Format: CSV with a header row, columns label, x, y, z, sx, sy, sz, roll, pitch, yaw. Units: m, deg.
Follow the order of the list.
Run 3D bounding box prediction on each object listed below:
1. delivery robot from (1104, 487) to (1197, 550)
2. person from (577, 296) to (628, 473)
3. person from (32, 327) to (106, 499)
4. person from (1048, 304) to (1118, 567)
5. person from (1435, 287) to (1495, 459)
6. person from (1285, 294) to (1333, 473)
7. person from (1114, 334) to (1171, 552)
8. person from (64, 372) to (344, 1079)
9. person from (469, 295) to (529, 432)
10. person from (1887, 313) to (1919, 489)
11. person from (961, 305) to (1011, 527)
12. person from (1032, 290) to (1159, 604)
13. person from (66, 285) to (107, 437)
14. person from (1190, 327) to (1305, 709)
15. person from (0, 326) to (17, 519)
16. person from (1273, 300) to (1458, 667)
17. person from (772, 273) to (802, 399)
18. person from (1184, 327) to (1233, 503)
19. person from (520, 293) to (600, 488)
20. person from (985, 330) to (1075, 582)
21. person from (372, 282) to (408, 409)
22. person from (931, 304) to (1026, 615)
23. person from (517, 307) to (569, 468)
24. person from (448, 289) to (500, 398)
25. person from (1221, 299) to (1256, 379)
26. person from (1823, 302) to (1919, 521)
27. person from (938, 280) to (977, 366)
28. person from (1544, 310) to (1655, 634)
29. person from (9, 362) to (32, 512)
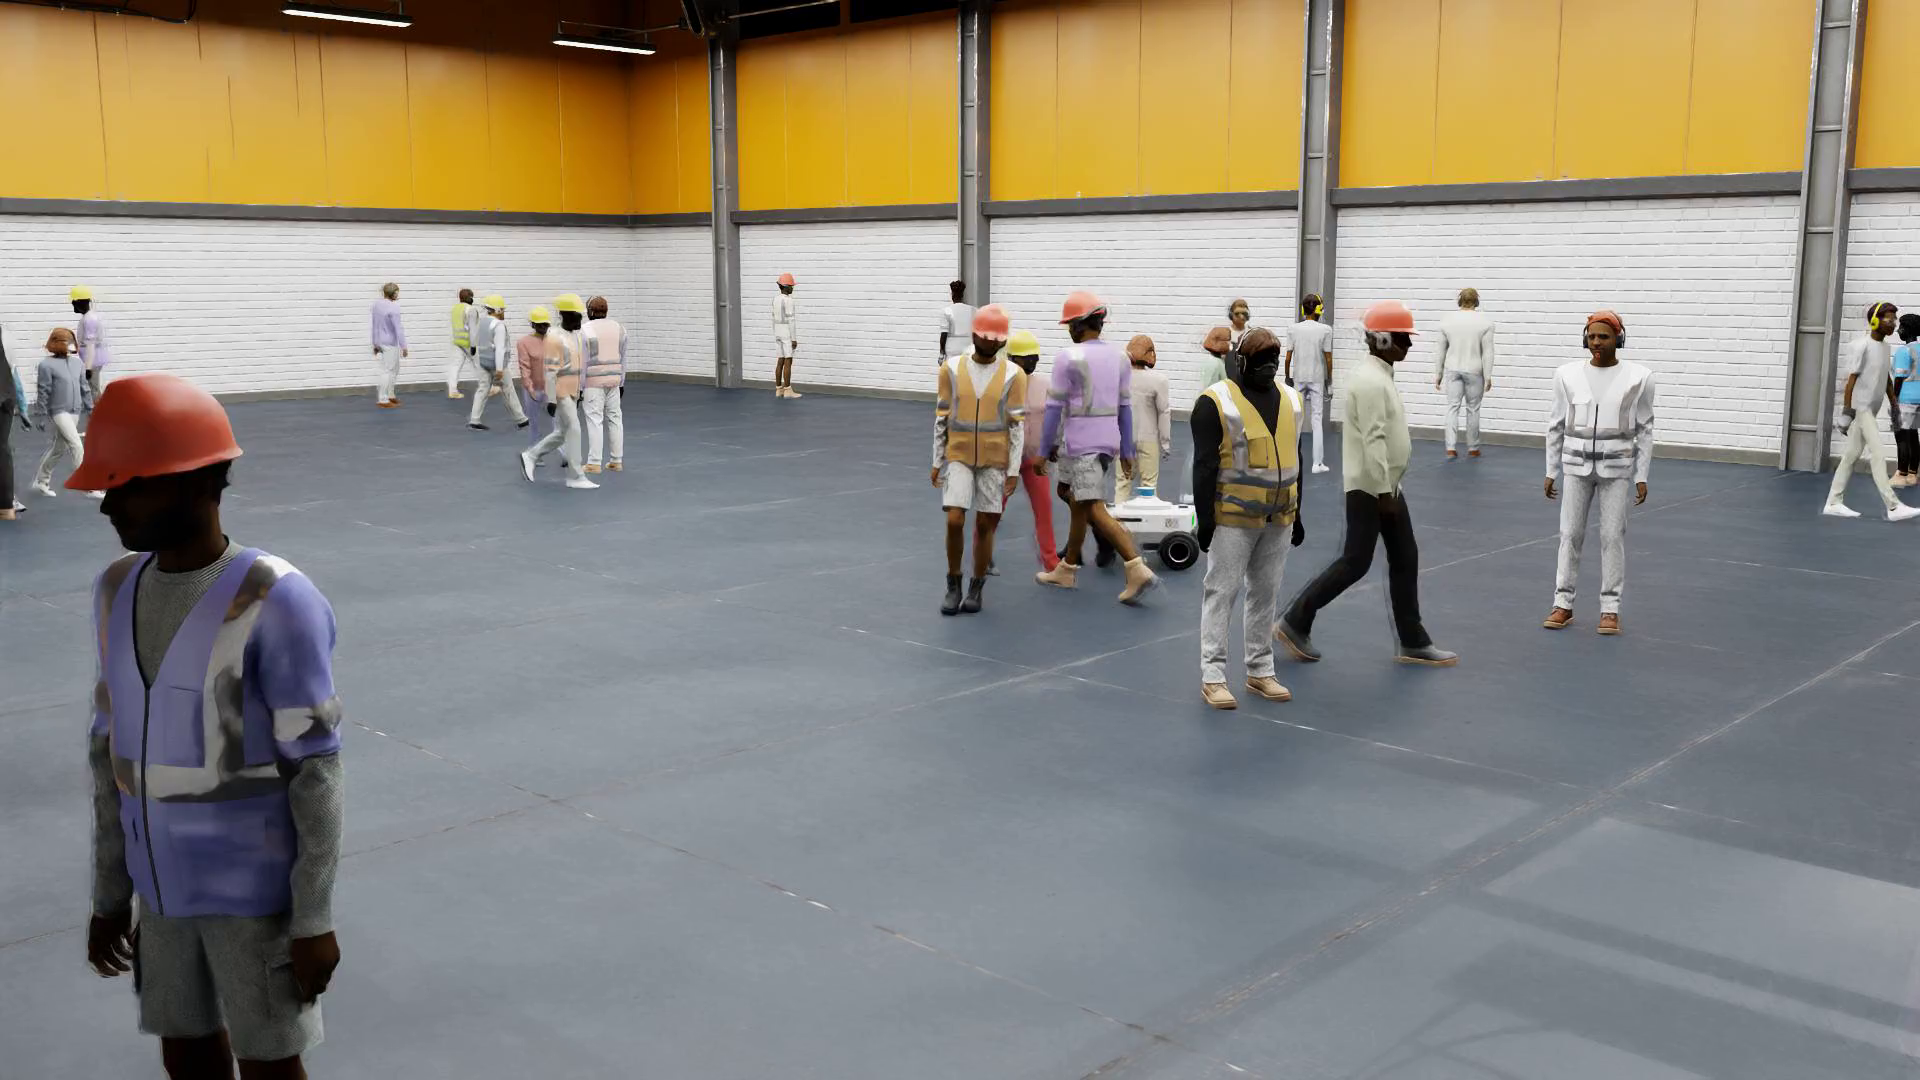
label,x,y,z,sx,sy,sz,roll,pitch,yaw
delivery robot,1.334,-0.136,11.904,0.707,0.478,0.477,1,9,7
person,-3.759,-1.615,17.327,0.429,1.844,0.625,8,12,41
person,-8.277,-1.168,15.351,0.871,1.590,0.505,2,9,11
person,0.897,-0.732,11.701,0.574,1.913,0.698,-8,12,-41
person,5.652,-1.864,18.613,0.645,1.937,0.500,5,11,28
person,3.635,-1.625,17.335,0.521,1.858,0.325,5,10,27
person,1.336,-0.722,12.480,0.509,1.632,0.266,4,10,26
person,-1.437,0.648,3.161,0.559,1.930,0.386,4,10,24
person,-6.051,-2.311,21.777,0.604,1.786,0.921,9,13,42
person,9.190,-1.346,16.138,0.532,1.692,0.319,-8,12,-39
person,0.273,-1.032,13.792,0.598,1.821,0.526,-3,10,-15
person,0.885,-0.602,10.671,0.625,2.002,1.020,-9,13,-43
person,-11.013,-2.254,21.011,0.411,1.912,0.618,-5,10,-28
person,1.419,-0.108,8.084,0.633,1.842,0.429,-4,10,-25
person,-8.293,-1.179,14.041,0.600,2.000,0.735,2,9,12
person,2.175,-0.293,8.855,0.925,1.965,0.623,4,10,25
person,-2.836,-3.331,27.227,0.372,2.042,0.615,-6,11,-34
person,2.391,-1.105,14.910,0.801,1.592,0.523,1,9,8
person,-3.910,-1.437,16.089,0.797,1.899,0.599,2,9,11
person,0.400,-0.563,11.275,0.534,1.709,0.936,-6,11,-33
person,-8.596,-2.938,25.196,0.649,1.916,0.634,9,13,43
person,0.104,-0.472,10.131,0.595,1.901,0.566,1,9,5
person,-4.383,-1.593,17.561,0.532,1.717,0.933,-5,11,-30
person,-8.087,-3.232,27.396,0.654,1.787,0.977,6,11,34
person,2.858,-1.554,17.081,0.521,1.798,0.945,0,9,-2
person,7.765,-1.066,13.979,0.558,1.829,0.914,-8,12,-39
person,-0.027,-2.628,23.151,0.614,1.963,0.362,-5,10,-26
person,3.711,-0.392,9.697,0.584,1.882,0.337,6,11,30
person,-8.548,-1.055,14.669,0.890,1.588,0.505,5,10,27
